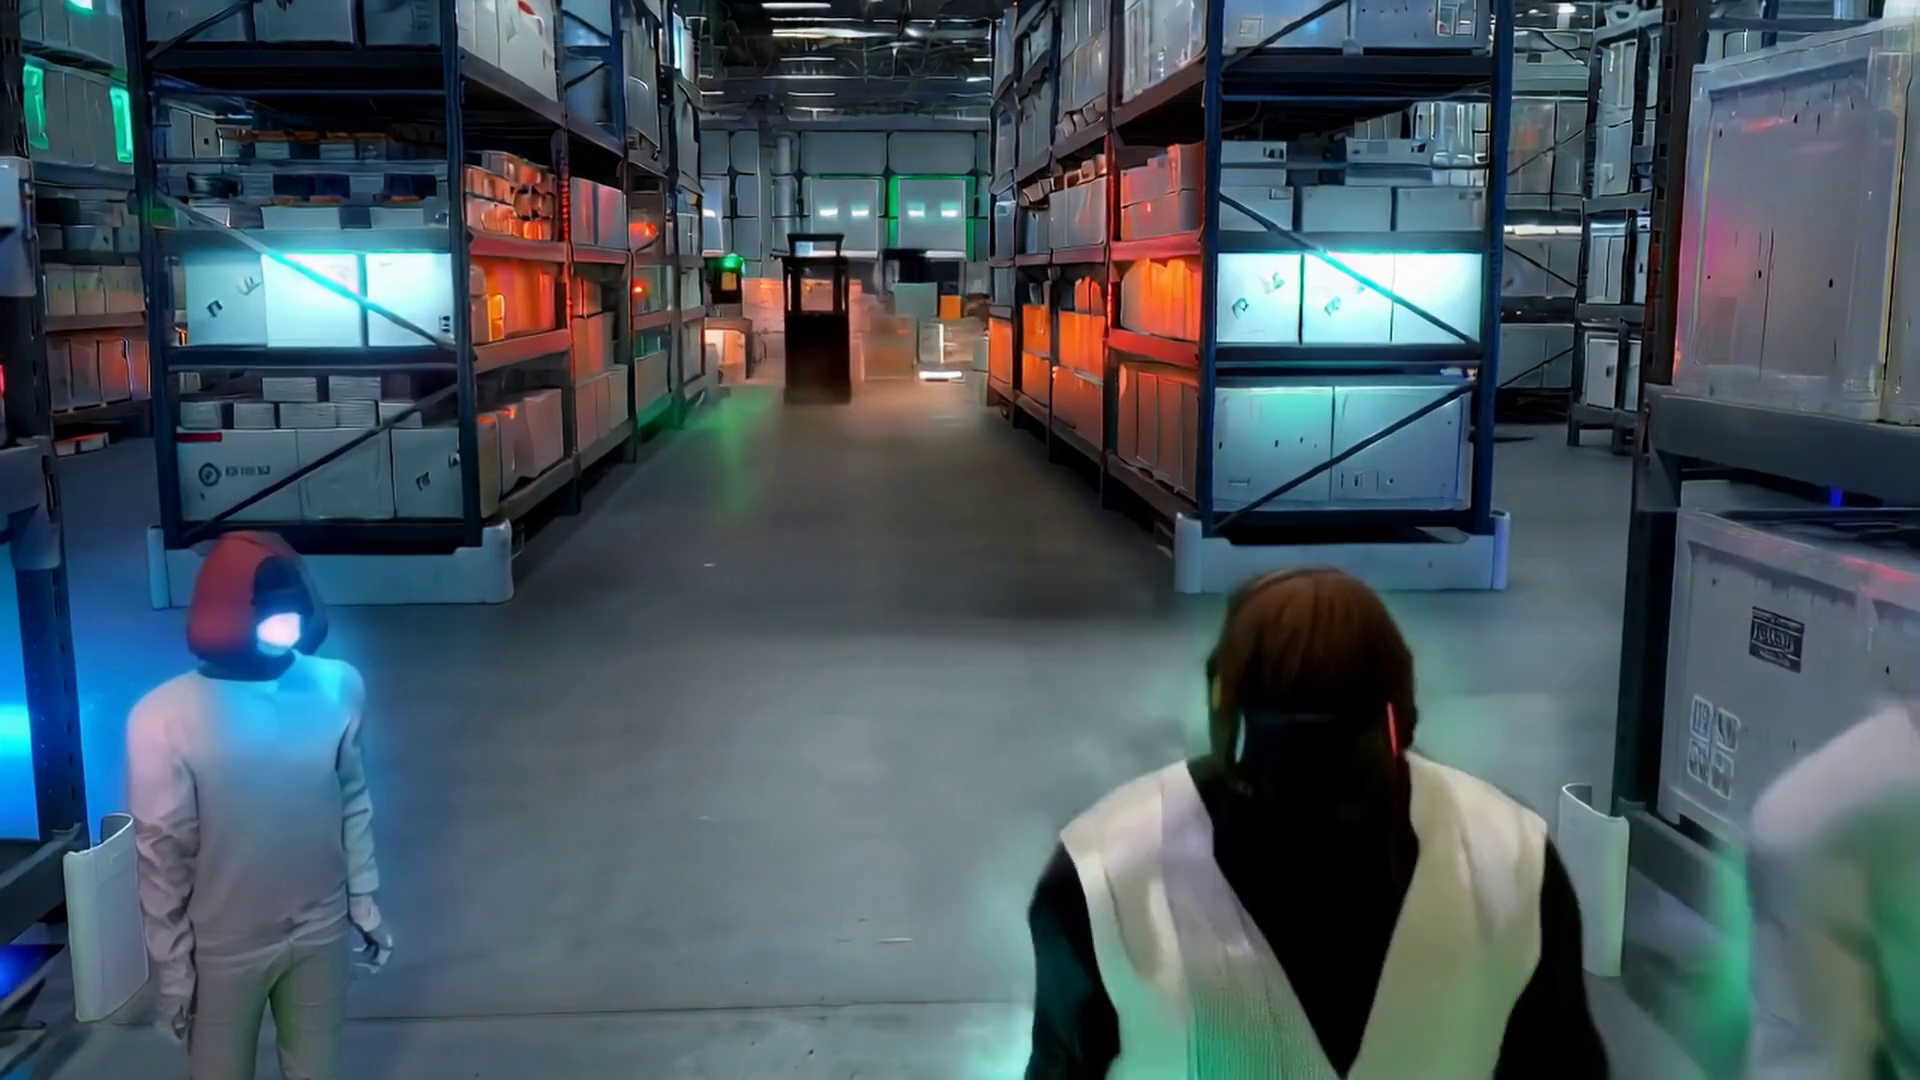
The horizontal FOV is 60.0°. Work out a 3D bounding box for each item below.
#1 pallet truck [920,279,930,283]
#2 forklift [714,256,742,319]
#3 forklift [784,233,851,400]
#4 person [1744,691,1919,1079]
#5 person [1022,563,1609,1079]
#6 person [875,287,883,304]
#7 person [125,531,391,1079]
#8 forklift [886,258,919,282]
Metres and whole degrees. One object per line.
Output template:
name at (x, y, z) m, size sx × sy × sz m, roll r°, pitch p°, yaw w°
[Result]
pallet truck at (-0.932, -8.922, 63.114) m, size 1.885 × 1.965 × 0.823 m, roll 2°, pitch 9°, yaw 13°
forklift at (-8.543, -9.115, 61.562) m, size 1.129 × 2.768 × 1.873 m, roll -1°, pitch 9°, yaw -4°
forklift at (-2.438, -3.832, 28.391) m, size 1.129 × 2.768 × 1.873 m, roll -1°, pitch 9°, yaw -4°
person at (1.218, 0.878, 1.944) m, size 0.665 × 1.890 × 0.549 m, roll 0°, pitch 9°, yaw -3°
person at (0.408, 0.930, 1.864) m, size 0.649 × 1.806 × 0.855 m, roll -1°, pitch 9°, yaw -4°
person at (-3.066, -8.710, 62.745) m, size 0.320 × 1.689 × 0.613 m, roll -4°, pitch 10°, yaw -22°
person at (-1.354, 0.790, 3.275) m, size 0.285 × 1.633 × 0.497 m, roll 6°, pitch 11°, yaw 33°
forklift at (-1.544, -6.484, 45.045) m, size 1.129 × 2.768 × 1.873 m, roll -1°, pitch 9°, yaw -4°
